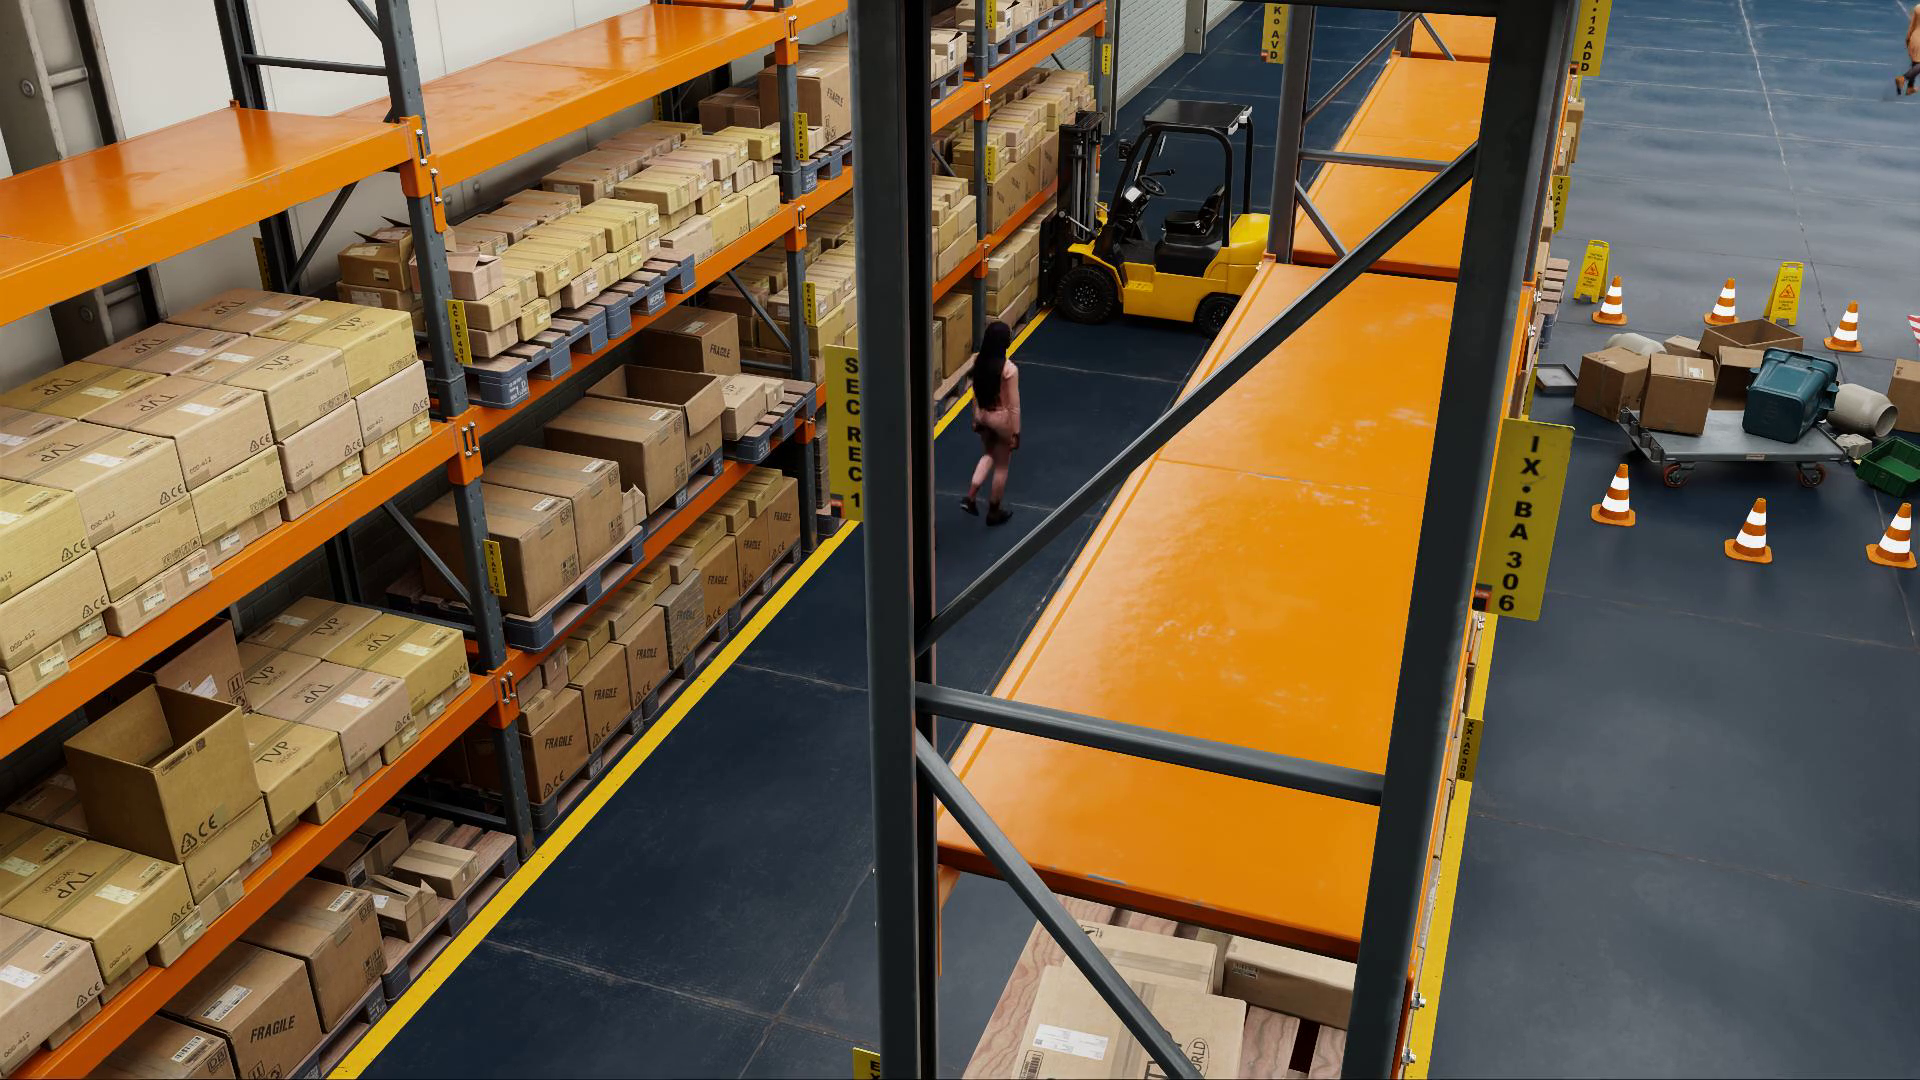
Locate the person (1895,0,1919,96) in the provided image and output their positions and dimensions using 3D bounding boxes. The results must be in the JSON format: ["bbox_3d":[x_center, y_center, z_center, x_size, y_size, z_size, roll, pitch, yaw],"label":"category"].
[{"bbox_3d":[14.968,-7.774,25.948,1.026,1.708,0.971,-12,30,-22],"label":"person"}]

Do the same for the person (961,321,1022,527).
[{"bbox_3d":[0.209,-0.864,12.974,0.877,1.708,0.806,-23,36,-36],"label":"person"}]
